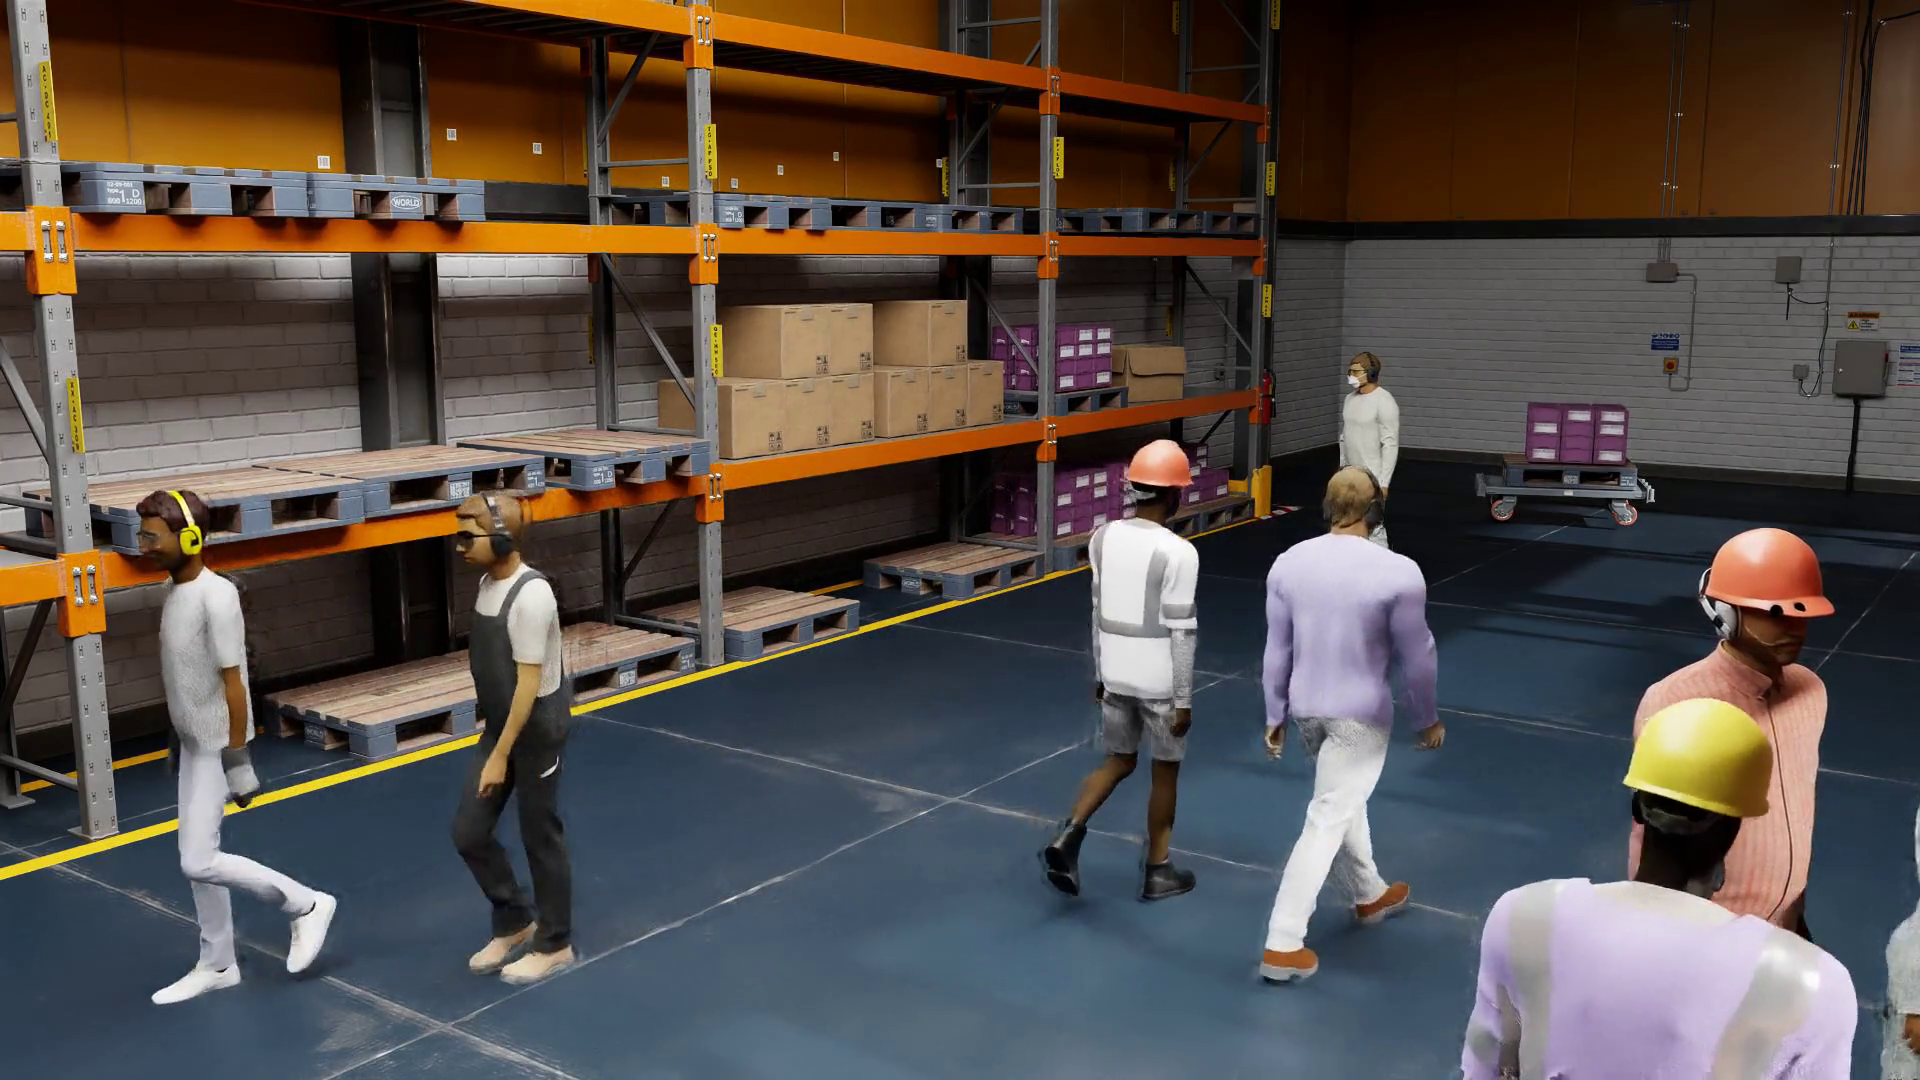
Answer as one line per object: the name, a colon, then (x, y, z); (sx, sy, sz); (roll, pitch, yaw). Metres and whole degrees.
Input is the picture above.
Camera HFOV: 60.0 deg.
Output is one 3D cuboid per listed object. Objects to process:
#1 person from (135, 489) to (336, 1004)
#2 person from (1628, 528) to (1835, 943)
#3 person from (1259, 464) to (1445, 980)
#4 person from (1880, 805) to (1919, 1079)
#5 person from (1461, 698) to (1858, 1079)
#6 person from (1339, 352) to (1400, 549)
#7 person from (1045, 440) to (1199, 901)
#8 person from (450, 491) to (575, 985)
person: (-2.621, 0.722, 5.913); (0.521, 1.854, 0.529); (-8, 13, -41)
person: (1.907, 0.950, 4.119); (0.622, 1.992, 0.396); (-5, 11, -27)
person: (1.433, 0.657, 6.247); (1.057, 1.882, 0.623); (-8, 12, -40)
person: (2.423, 1.113, 4.051); (0.324, 1.699, 0.621); (8, 12, 40)
person: (1.214, 1.201, 2.923); (0.592, 1.887, 0.834); (8, 12, 40)
person: (3.095, -0.469, 12.737); (0.355, 1.938, 0.637); (-3, 10, -19)
person: (0.684, 0.557, 6.690); (0.656, 1.919, 0.550); (-9, 13, -42)
person: (-1.618, 0.727, 5.970); (0.504, 1.821, 0.497); (-9, 13, -43)
